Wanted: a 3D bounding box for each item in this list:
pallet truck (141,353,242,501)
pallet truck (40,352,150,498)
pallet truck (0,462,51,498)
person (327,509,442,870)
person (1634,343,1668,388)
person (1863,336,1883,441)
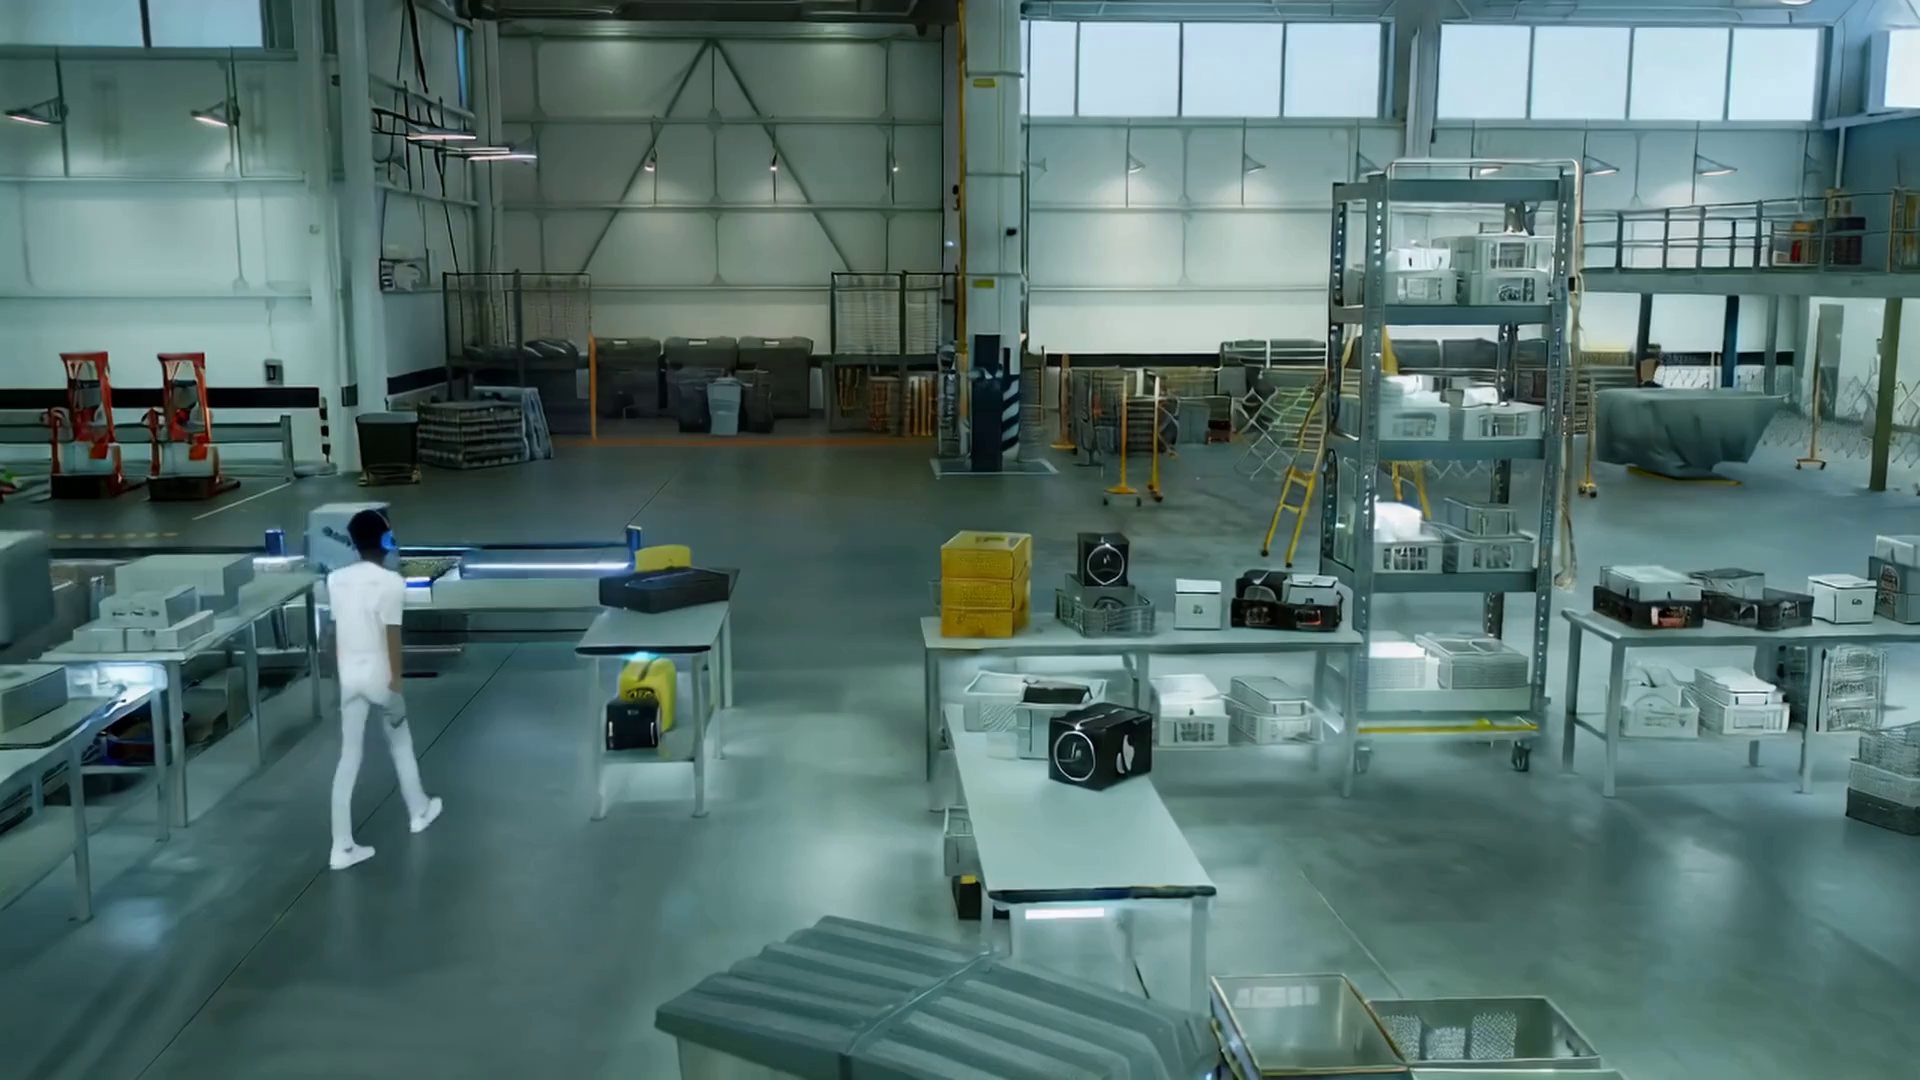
[{"bbox_3d":[-10.520,-1.604,22.925,0.823,1.965,1.885,-1,9,-6],"label":"pallet truck"},{"bbox_3d":[-11.907,-1.642,23.165,0.823,1.965,1.885,0,9,0],"label":"pallet truck"},{"bbox_3d":[-13.193,-1.293,23.148,0.653,1.274,1.630,-1,9,-4],"label":"pallet truck"},{"bbox_3d":[-3.080,0.751,8.755,0.547,1.798,0.929,3,9,16],"label":"person"},{"bbox_3d":[11.779,-2.411,28.351,0.355,1.883,0.575,-7,12,-39],"label":"person"},{"bbox_3d":[16.844,-2.782,30.537,0.585,1.928,0.366,-9,13,-44],"label":"person"}]
